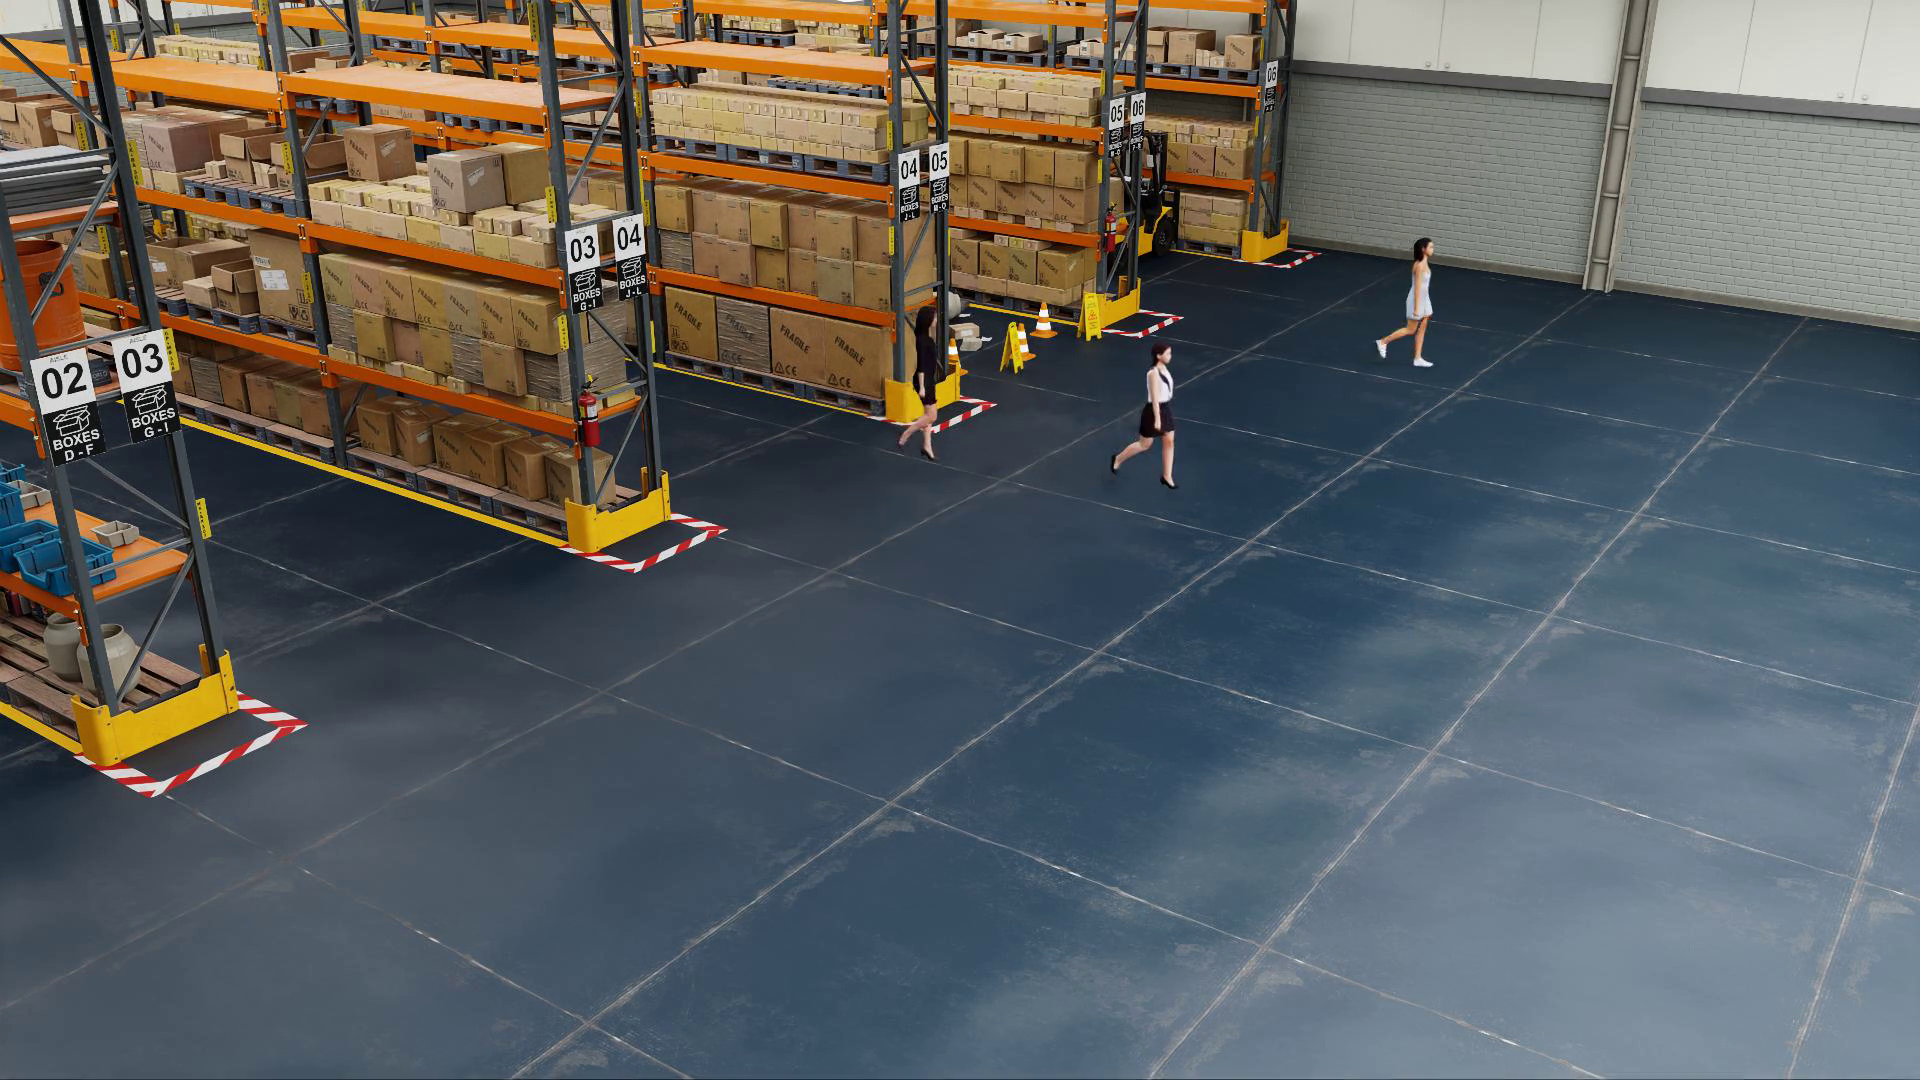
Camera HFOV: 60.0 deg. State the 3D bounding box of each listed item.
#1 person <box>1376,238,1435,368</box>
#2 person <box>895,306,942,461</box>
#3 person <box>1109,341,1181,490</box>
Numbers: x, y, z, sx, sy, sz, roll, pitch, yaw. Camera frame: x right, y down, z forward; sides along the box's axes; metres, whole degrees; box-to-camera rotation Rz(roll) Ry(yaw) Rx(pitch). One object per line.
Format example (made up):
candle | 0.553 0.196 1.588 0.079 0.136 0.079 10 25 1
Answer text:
person | 5.949 -3.132 21.951 1.044 1.714 0.742 8 24 18
person | -0.466 -1.722 18.534 0.861 1.793 0.776 4 23 10
person | 2.018 -1.312 17.789 1.057 1.623 0.664 11 25 24
